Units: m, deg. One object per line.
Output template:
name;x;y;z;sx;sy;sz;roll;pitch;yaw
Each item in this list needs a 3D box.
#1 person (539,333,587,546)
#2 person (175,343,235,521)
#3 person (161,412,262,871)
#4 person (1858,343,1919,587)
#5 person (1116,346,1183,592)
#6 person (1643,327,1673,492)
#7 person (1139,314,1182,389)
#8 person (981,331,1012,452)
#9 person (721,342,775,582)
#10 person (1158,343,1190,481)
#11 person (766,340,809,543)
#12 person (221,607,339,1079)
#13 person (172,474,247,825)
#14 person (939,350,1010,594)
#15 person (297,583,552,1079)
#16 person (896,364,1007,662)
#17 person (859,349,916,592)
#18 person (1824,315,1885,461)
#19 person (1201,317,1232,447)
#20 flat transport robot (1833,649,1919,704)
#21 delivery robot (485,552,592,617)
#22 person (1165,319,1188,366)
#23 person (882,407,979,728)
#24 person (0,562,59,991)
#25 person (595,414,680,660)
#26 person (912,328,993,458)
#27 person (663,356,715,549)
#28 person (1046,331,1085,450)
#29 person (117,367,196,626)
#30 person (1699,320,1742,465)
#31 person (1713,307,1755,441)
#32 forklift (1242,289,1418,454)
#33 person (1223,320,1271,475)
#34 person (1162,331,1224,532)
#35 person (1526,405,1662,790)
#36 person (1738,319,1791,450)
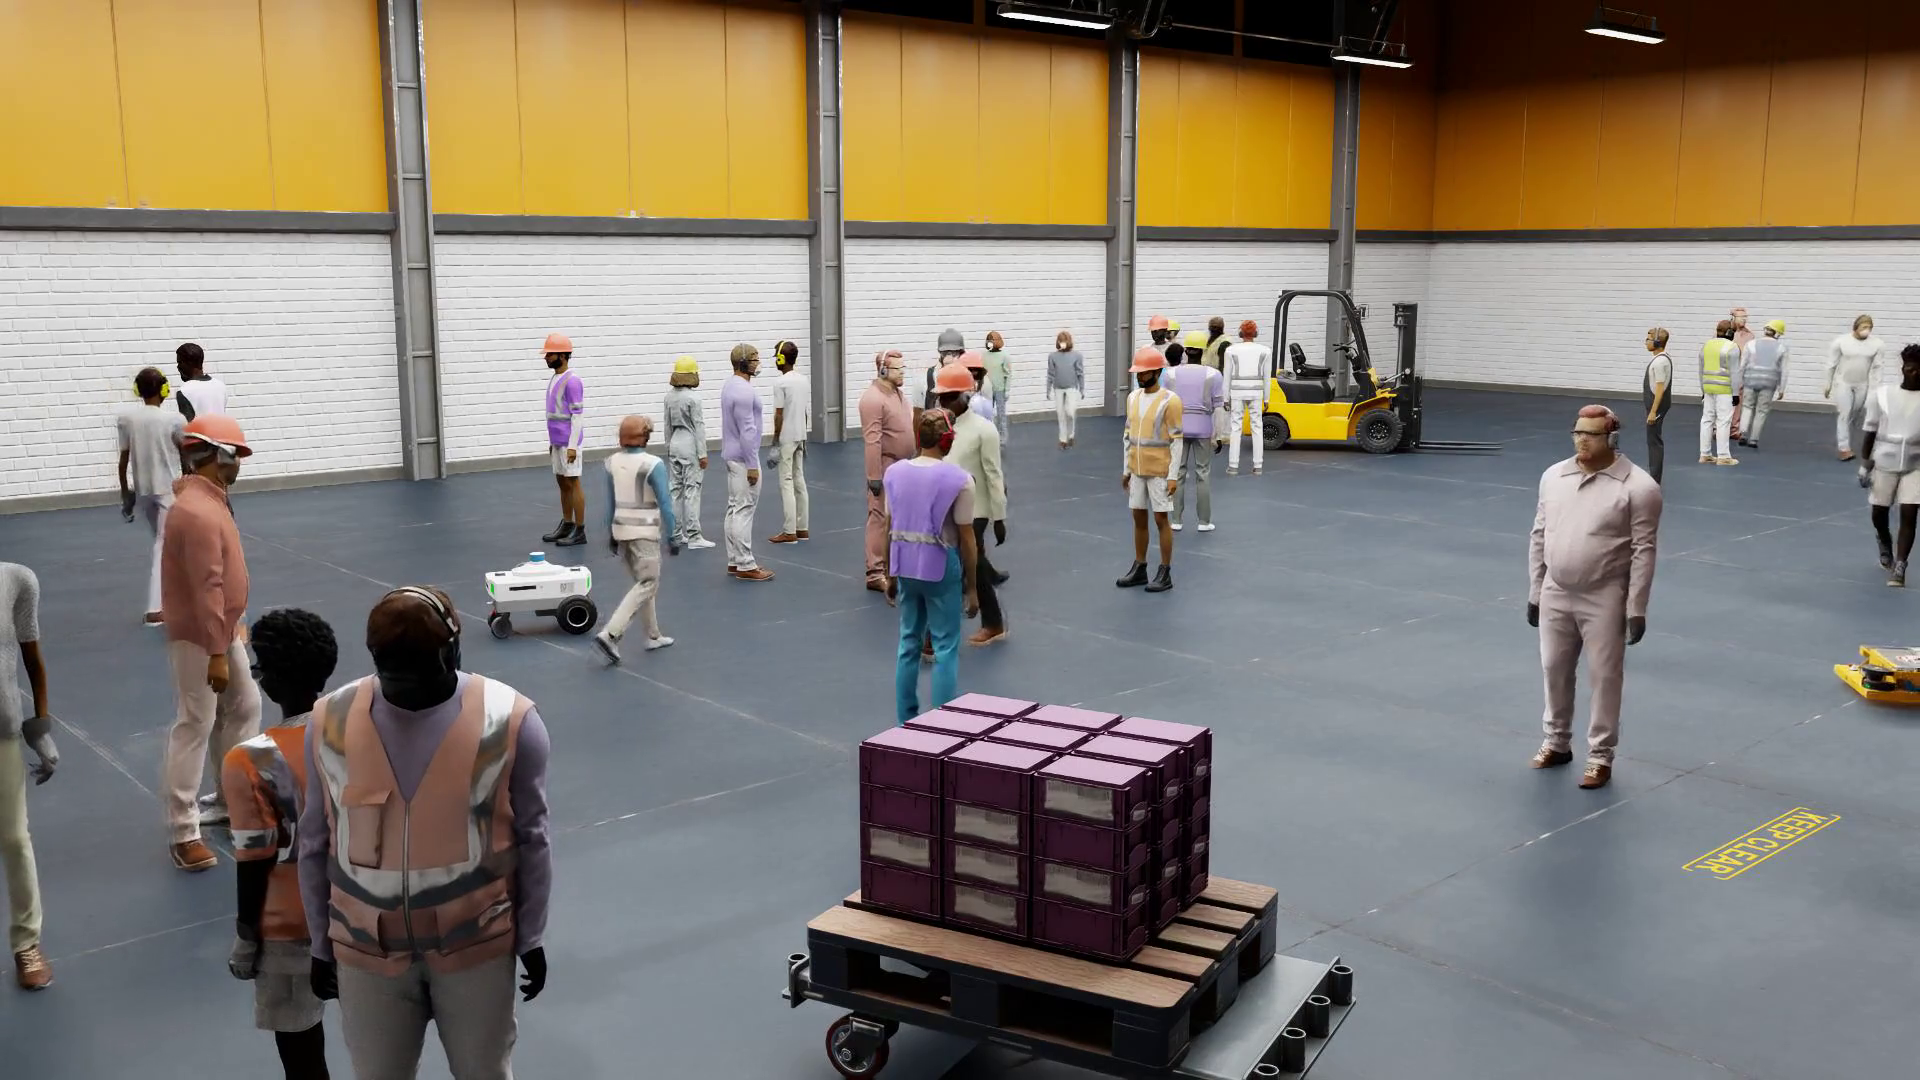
person;-3.627;-0.912;15.177;0.361;1.939;0.543;-7;12;-34
person;-6.386;-0.696;14.075;0.397;1.888;0.587;2;10;9
person;-3.283;0.428;7.344;0.501;1.958;0.741;-3;10;-14
person;7.641;-0.627;13.479;0.616;1.945;0.815;6;11;32
person;1.480;-0.553;13.090;0.377;1.932;0.552;-9;13;-42
person;7.776;-1.455;18.628;0.332;1.844;0.517;5;11;25
person;2.391;-1.751;20.092;0.551;1.936;0.356;6;11;32
person;0.459;-1.997;22.424;0.507;1.633;0.277;7;12;34
person;-1.755;-0.634;13.550;0.372;1.940;0.627;-3;10;-19
person;2.441;-1.421;19.007;0.545;1.646;0.888;7;12;37
person;-1.590;-0.896;15.308;0.328;1.866;0.540;5;11;26
person;-1.775;1.019;4.573;0.318;1.699;0.534;5;11;26
person;-3.491;0.501;7.777;0.308;1.641;0.517;-2;10;-13
person;0.163;-0.530;13.068;0.838;1.887;0.615;-7;12;-35
person;-1.344;1.015;4.200;0.619;1.838;0.430;-1;10;-7
person;-0.035;-0.193;10.970;1.053;1.933;0.659;-8;13;-40
person;-0.551;-0.550;13.155;0.403;1.906;0.651;3;10;17
person;11.531;-1.958;21.455;0.639;1.877;0.976;2;10;12
person;3.597;-2.201;23.137;0.498;1.806;0.672;-1;10;-9
flat transport robot;6.082;0.821;9.909;1.431;0.197;0.652;2;10;12
delivery robot;-2.963;0.328;11.687;0.707;0.478;0.477;-4;10;-20
person;2.924;-2.187;23.152;0.522;1.768;0.312;9;13;42
person;-0.178;0.214;8.890;0.577;1.839;0.384;6;11;32
person;-3.505;0.710;5.898;0.532;1.865;0.309;-5;11;-27
person;-2.144;-0.019;10.882;0.535;1.611;0.686;7;12;36
person;-0.071;-0.775;14.077;0.681;2.000;0.536;1;10;4
person;-2.462;-0.794;15.057;0.493;1.743;0.299;8;13;39
person;1.424;-2.033;22.651;0.534;1.618;0.390;3;10;20
person;-5.747;-0.338;12.104;0.543;1.831;0.871;1;10;5
person;9.644;-1.866;21.068;0.429;1.838;0.622;-4;10;-20
person;11.063;-2.364;23.760;0.642;1.913;0.408;-2;10;-13
forklift;5.034;-2.339;22.783;2.313;2.155;1.214;3;10;16
person;3.465;-1.719;20.110;0.573;1.874;0.355;1;10;4
person;2.223;-1.034;15.926;0.595;1.925;0.375;3;10;15
person;3.156;0.289;8.342;0.481;1.931;0.674;-8;13;-41
person;10.914;-2.104;22.603;0.635;1.788;0.468;8;12;38
